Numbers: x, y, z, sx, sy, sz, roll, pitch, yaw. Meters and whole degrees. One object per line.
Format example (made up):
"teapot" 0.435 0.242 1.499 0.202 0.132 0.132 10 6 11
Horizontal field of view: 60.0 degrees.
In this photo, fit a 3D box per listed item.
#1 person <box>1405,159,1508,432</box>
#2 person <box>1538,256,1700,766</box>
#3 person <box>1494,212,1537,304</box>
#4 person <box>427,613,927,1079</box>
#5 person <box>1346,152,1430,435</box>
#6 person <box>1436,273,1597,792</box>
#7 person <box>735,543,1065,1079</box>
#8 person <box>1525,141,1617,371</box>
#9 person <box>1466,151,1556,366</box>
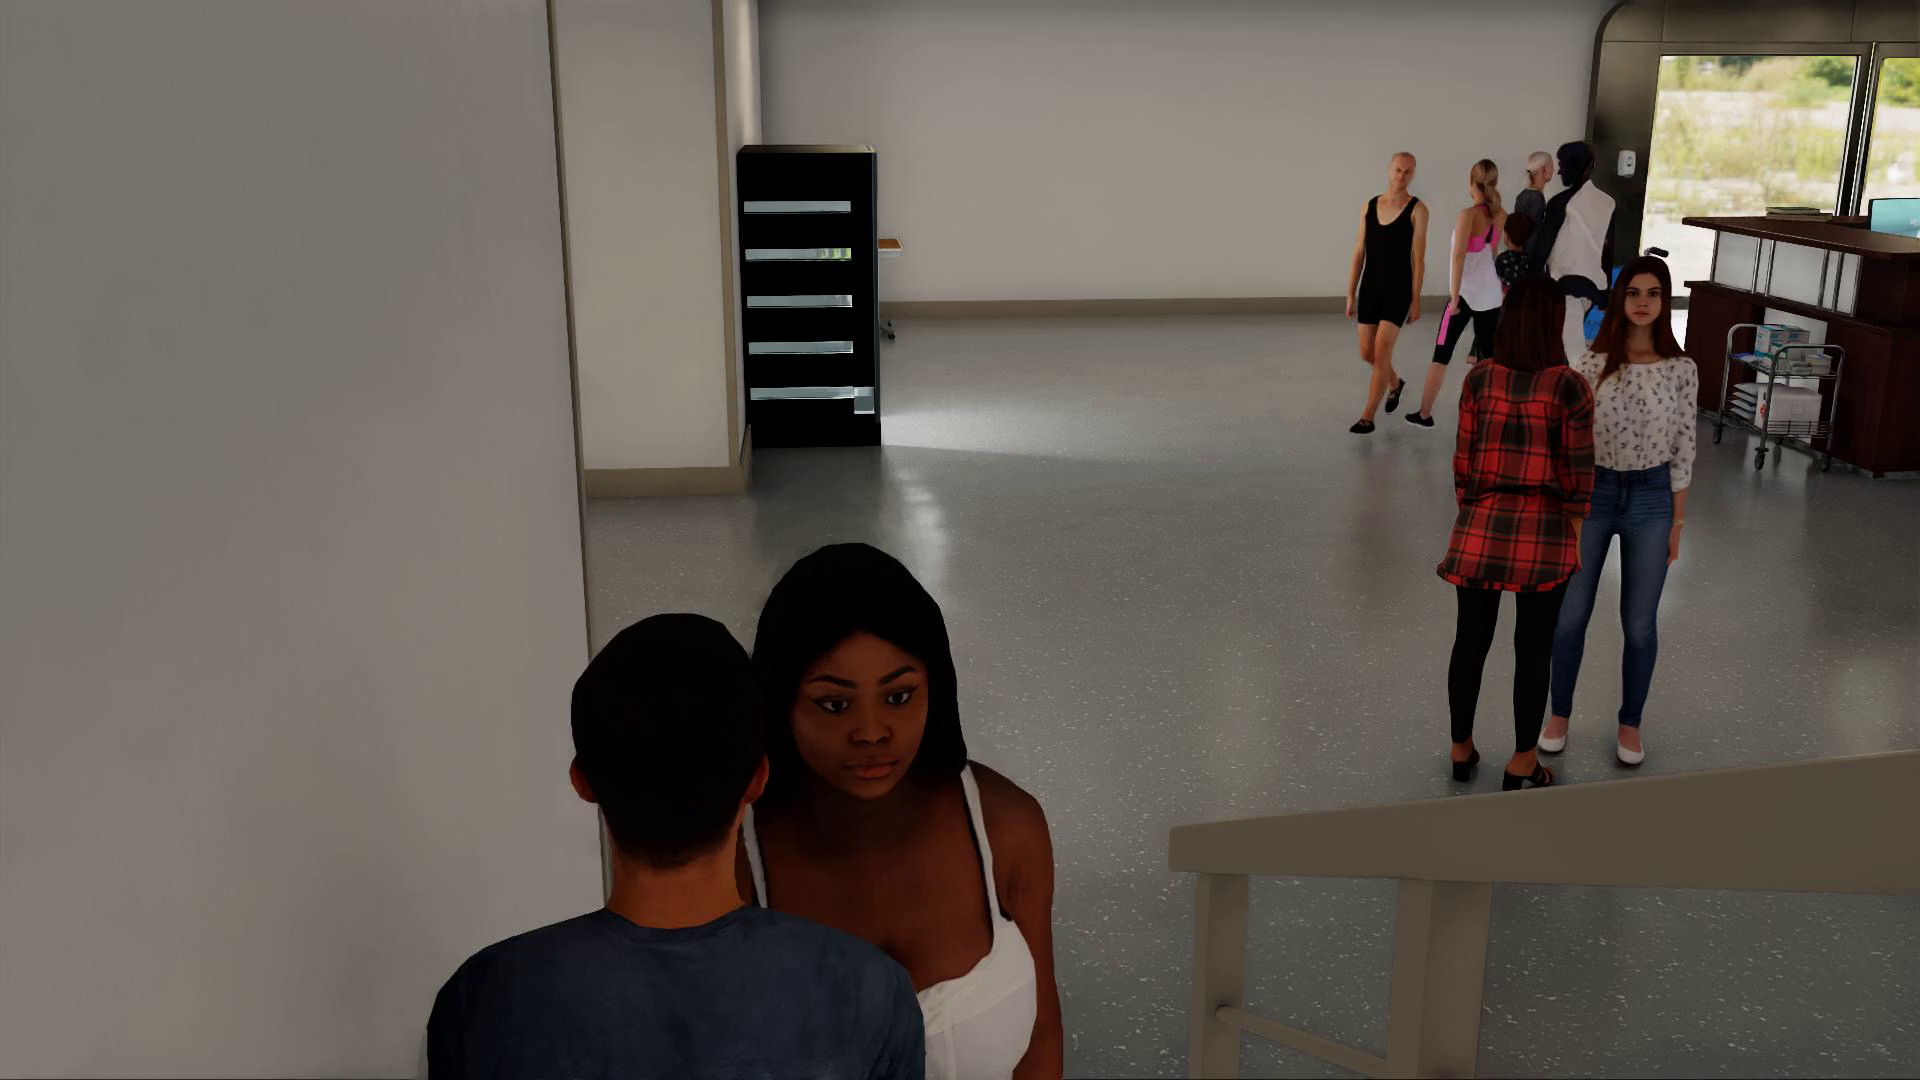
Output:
"person" 3.324 -1.463 10.474 0.941 1.740 1.217 -10 19 -31
"person" 2.243 -0.102 5.667 0.645 1.729 0.644 7 17 23
"person" 3.606 -1.406 10.855 0.674 1.424 0.883 -6 17 -21
"person" -0.277 0.987 1.680 0.706 1.796 0.684 -4 16 -13
"person" 2.837 -1.607 10.910 1.169 1.781 1.139 -15 22 -43
"person" 1.799 -0.013 5.398 0.693 1.704 0.753 13 20 38
"person" -0.124 0.850 2.157 0.682 1.802 0.658 -3 16 -11
"person" 3.936 -1.534 10.533 0.960 1.845 1.235 -7 17 -23
"person" 4.329 -2.141 12.975 0.694 1.690 1.005 -2 16 -8
